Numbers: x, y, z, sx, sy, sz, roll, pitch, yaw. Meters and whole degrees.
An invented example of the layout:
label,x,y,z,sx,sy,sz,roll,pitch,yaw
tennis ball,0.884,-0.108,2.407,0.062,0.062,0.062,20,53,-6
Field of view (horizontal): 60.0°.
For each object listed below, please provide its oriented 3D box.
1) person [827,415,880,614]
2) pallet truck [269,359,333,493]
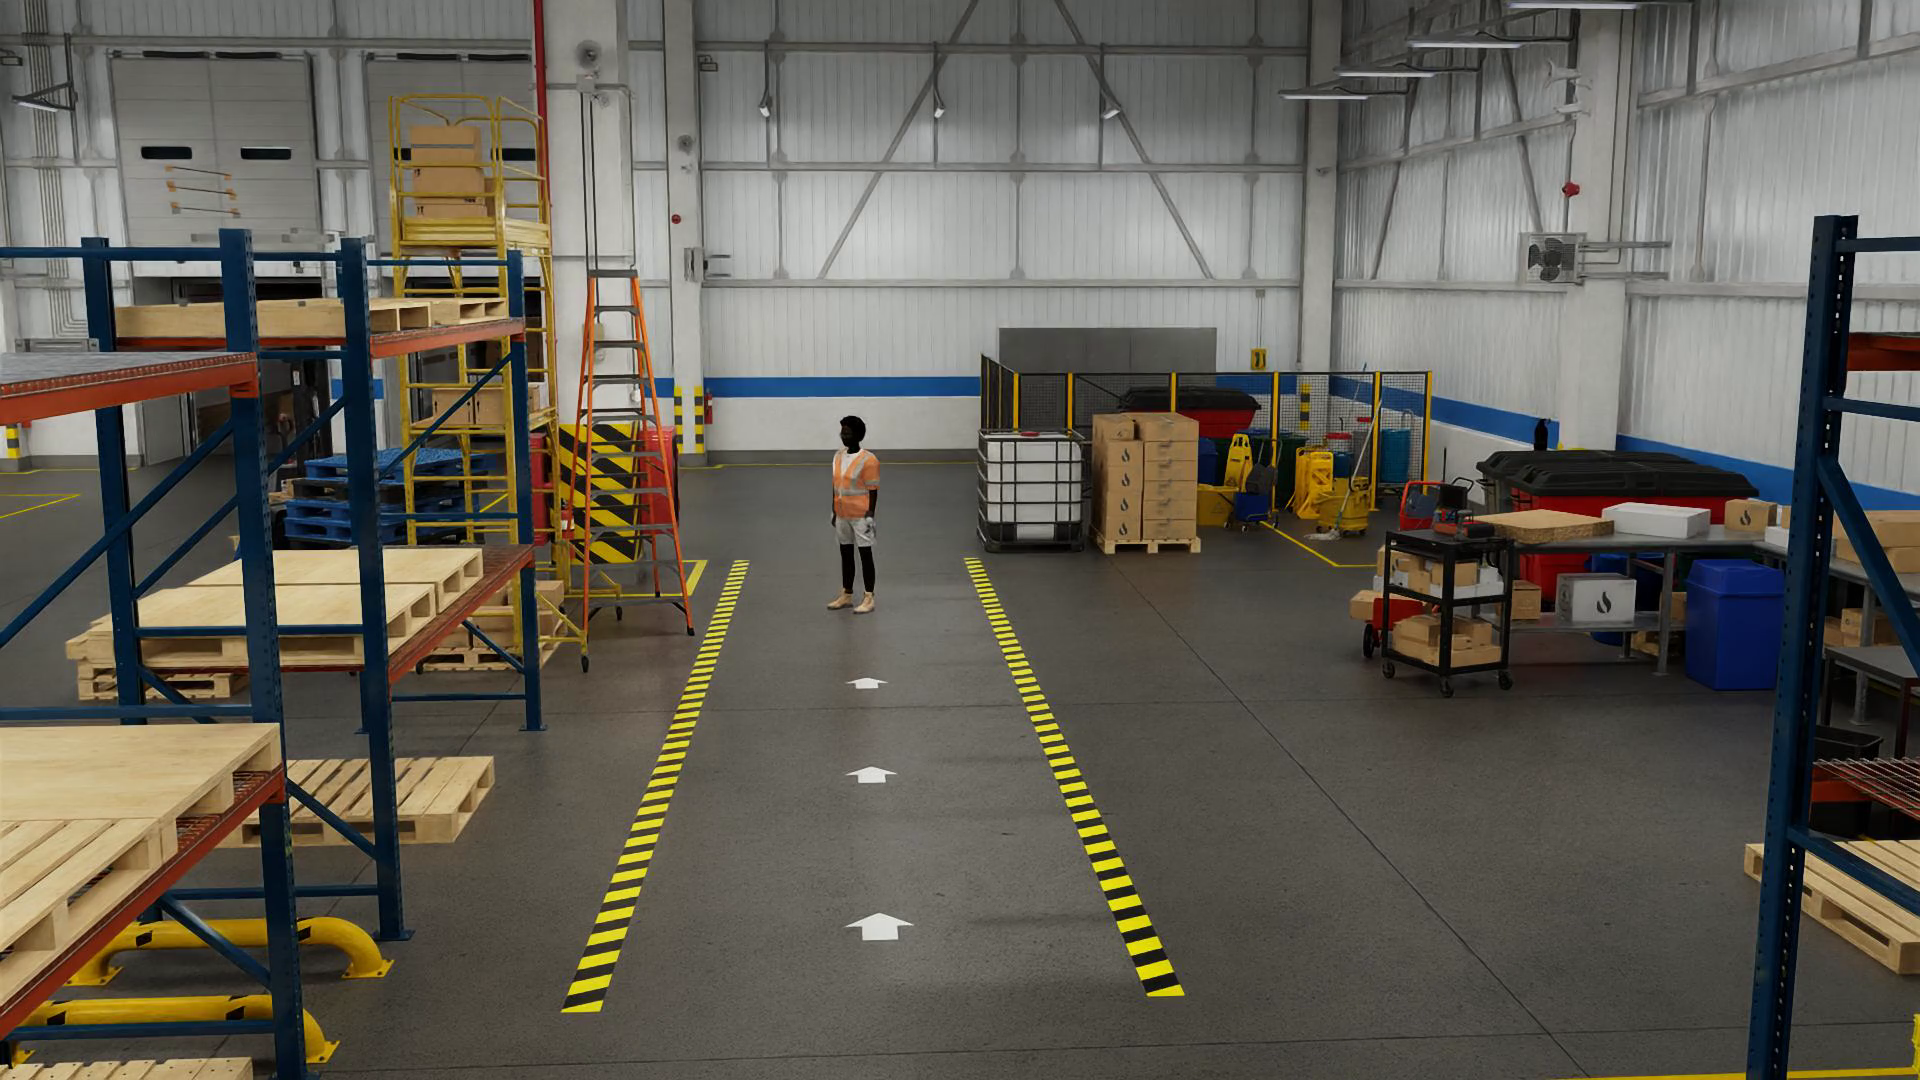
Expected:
label,x,y,z,sx,sy,sz,roll,pitch,yaw
person,-0.907,-0.217,14.194,0.533,1.697,0.319,8,12,41
pallet truck,-7.062,-1.131,18.996,1.885,1.965,0.823,2,9,13
